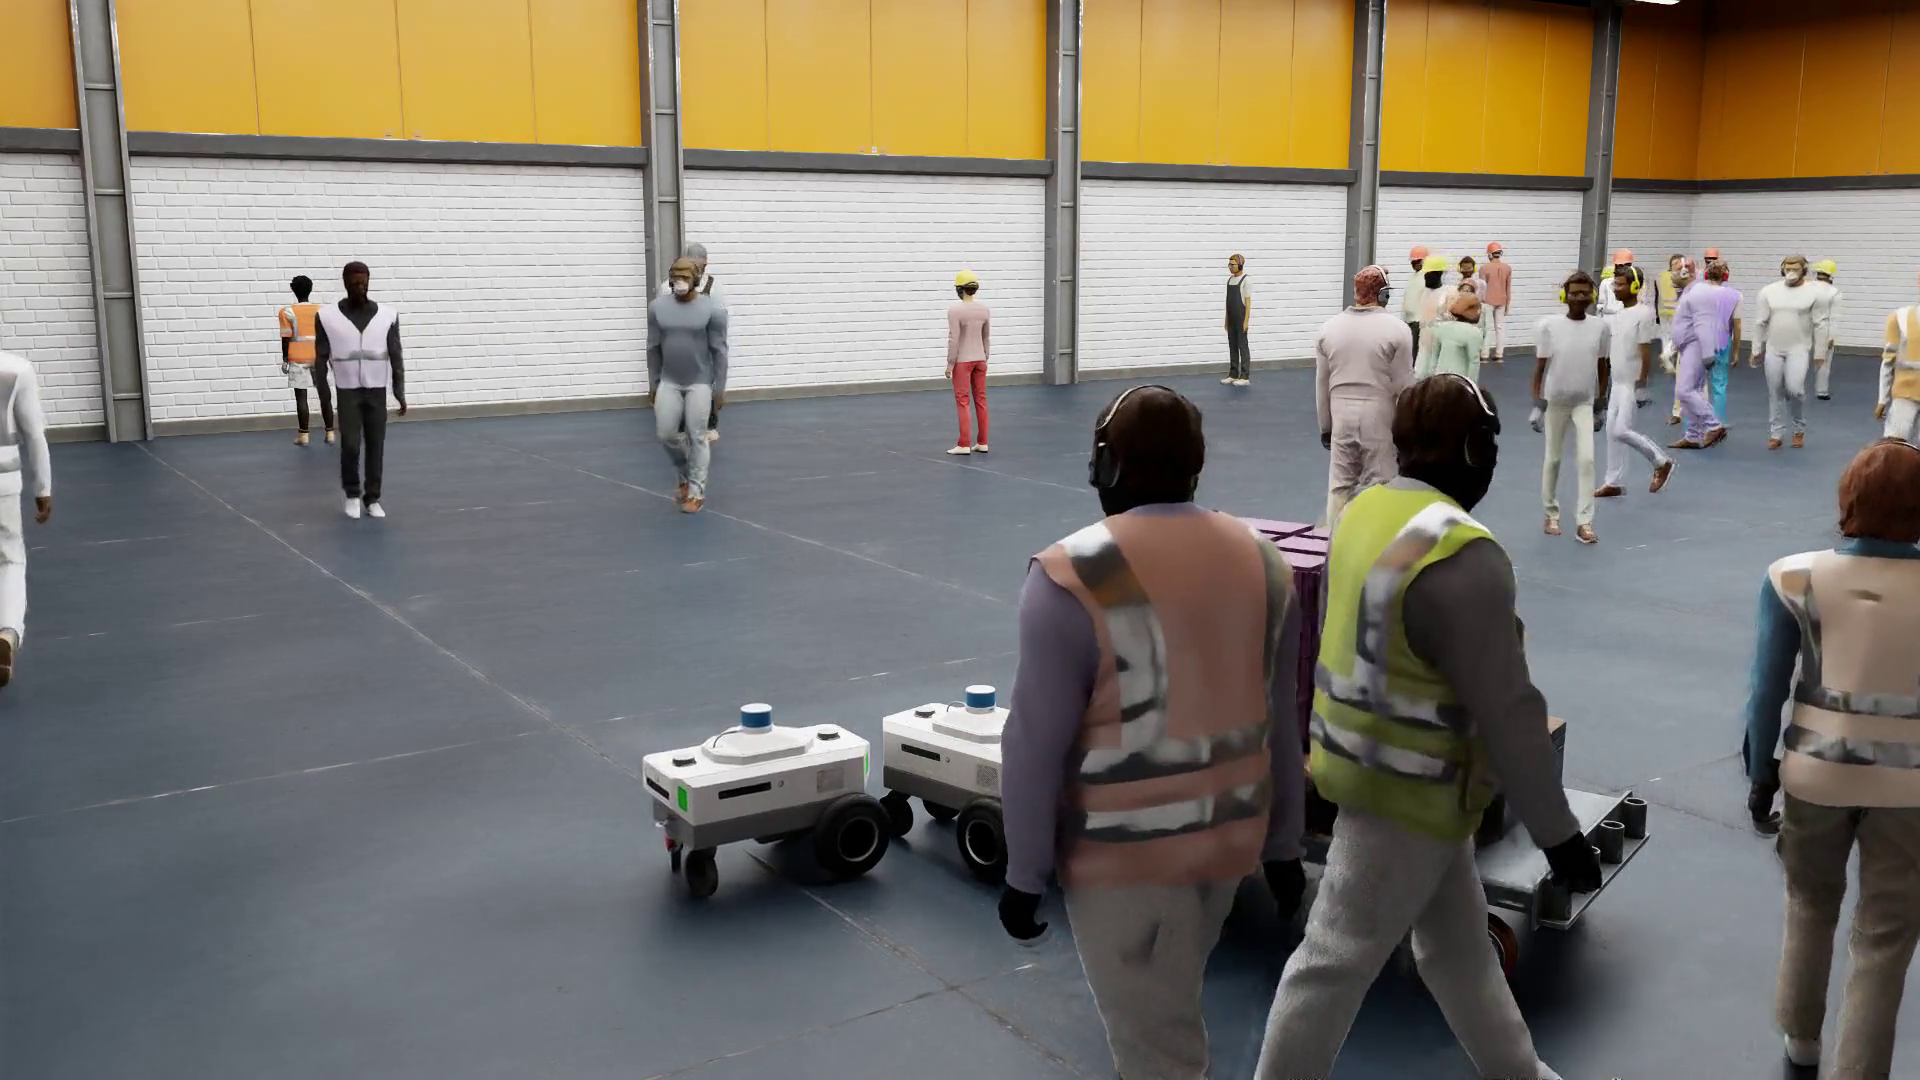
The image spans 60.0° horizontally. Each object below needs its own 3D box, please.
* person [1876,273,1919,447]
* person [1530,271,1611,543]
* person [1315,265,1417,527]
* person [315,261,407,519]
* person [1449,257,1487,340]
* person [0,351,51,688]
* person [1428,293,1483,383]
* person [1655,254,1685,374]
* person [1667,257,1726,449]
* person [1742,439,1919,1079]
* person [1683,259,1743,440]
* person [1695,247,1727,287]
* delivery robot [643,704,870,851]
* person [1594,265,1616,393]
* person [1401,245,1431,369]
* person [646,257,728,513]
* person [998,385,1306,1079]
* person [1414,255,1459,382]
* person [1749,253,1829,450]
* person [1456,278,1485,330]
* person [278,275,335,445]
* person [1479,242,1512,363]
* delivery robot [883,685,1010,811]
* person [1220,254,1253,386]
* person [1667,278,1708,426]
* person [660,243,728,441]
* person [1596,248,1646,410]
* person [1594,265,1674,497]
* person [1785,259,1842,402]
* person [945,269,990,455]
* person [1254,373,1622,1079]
[{"bbox_3d":[6.784,-1.010,11.717,0.564,1.927,0.423,7,12,33],"label":"person"},{"bbox_3d":[4.170,-0.899,11.365,0.527,1.841,0.830,2,11,11],"label":"person"},{"bbox_3d":[2.455,-0.688,10.011,0.638,1.910,0.407,9,14,41],"label":"person"},{"bbox_3d":[-4.400,-1.090,12.239,0.599,1.904,0.499,-6,12,-31],"label":"person"},{"bbox_3d":[6.696,-2.826,22.006,0.539,1.805,0.904,3,11,16],"label":"person"},{"bbox_3d":[-4.514,-0.228,7.643,0.593,1.864,0.784,-5,12,-27],"label":"person"},{"bbox_3d":[4.223,-1.305,14.209,0.389,1.604,0.514,-4,11,-23],"label":"person"},{"bbox_3d":[10.754,-3.407,25.144,0.601,1.825,0.631,-7,12,-33],"label":"person"},{"bbox_3d":[7.159,-1.813,16.263,0.507,1.874,0.675,3,11,16],"label":"person"},{"bbox_3d":[2.148,0.573,3.915,0.529,1.614,0.712,8,13,36],"label":"person"},{"bbox_3d":[7.676,-1.937,17.027,0.565,1.846,0.388,5,12,27],"label":"person"},{"bbox_3d":[11.790,-3.659,26.298,0.568,1.900,0.878,4,11,23],"label":"person"},{"bbox_3d":[-0.660,0.778,5.424,0.707,0.478,0.477,-7,12,-32],"label":"delivery robot"},{"bbox_3d":[8.245,-2.633,21.203,0.493,1.734,0.524,-6,12,-29],"label":"person"},{"bbox_3d":[6.198,-2.980,22.432,0.871,1.969,0.628,-3,11,-17],"label":"person"},{"bbox_3d":[-2.058,-1.159,12.533,0.653,1.927,0.431,2,10,10],"label":"person"},{"bbox_3d":[0.399,0.614,3.214,0.652,1.805,0.694,-8,13,-37],"label":"person"},{"bbox_3d":[5.202,-2.140,18.032,0.927,1.896,0.596,-5,12,-27],"label":"person"},{"bbox_3d":[8.054,-1.823,16.206,0.647,1.924,0.440,10,14,43],"label":"person"},{"bbox_3d":[5.682,-2.190,19.041,0.570,1.606,0.550,9,14,42],"label":"person"},{"bbox_3d":[-6.532,-1.797,16.659,0.540,1.697,0.318,-8,13,-38],"label":"person"},{"bbox_3d":[8.799,-3.921,27.495,0.614,1.995,0.392,-3,11,-17],"label":"person"},{"bbox_3d":[0.068,0.737,5.650,0.707,0.478,0.477,9,14,41],"label":"delivery robot"},{"bbox_3d":[3.893,-3.086,23.352,0.332,1.841,0.505,-6,12,-30],"label":"person"},{"bbox_3d":[8.076,-2.058,18.305,0.285,1.628,0.507,-9,14,-42],"label":"person"},{"bbox_3d":[-2.735,-2.016,16.925,0.734,2.000,0.536,0,10,2],"label":"person"},{"bbox_3d":[7.839,-2.490,19.806,0.545,1.939,0.354,7,13,35],"label":"person"},{"bbox_3d":[5.347,-1.243,13.198,0.559,1.859,0.508,-1,10,-5],"label":"person"},{"bbox_3d":[10.704,-2.611,20.839,0.767,1.806,0.592,-8,13,-38],"label":"person"},{"bbox_3d":[0.063,-1.694,15.916,0.533,1.767,0.324,-9,14,-42],"label":"person"},{"bbox_3d":[1.035,0.549,3.563,0.936,1.783,0.644,0,10,0],"label":"person"}]
